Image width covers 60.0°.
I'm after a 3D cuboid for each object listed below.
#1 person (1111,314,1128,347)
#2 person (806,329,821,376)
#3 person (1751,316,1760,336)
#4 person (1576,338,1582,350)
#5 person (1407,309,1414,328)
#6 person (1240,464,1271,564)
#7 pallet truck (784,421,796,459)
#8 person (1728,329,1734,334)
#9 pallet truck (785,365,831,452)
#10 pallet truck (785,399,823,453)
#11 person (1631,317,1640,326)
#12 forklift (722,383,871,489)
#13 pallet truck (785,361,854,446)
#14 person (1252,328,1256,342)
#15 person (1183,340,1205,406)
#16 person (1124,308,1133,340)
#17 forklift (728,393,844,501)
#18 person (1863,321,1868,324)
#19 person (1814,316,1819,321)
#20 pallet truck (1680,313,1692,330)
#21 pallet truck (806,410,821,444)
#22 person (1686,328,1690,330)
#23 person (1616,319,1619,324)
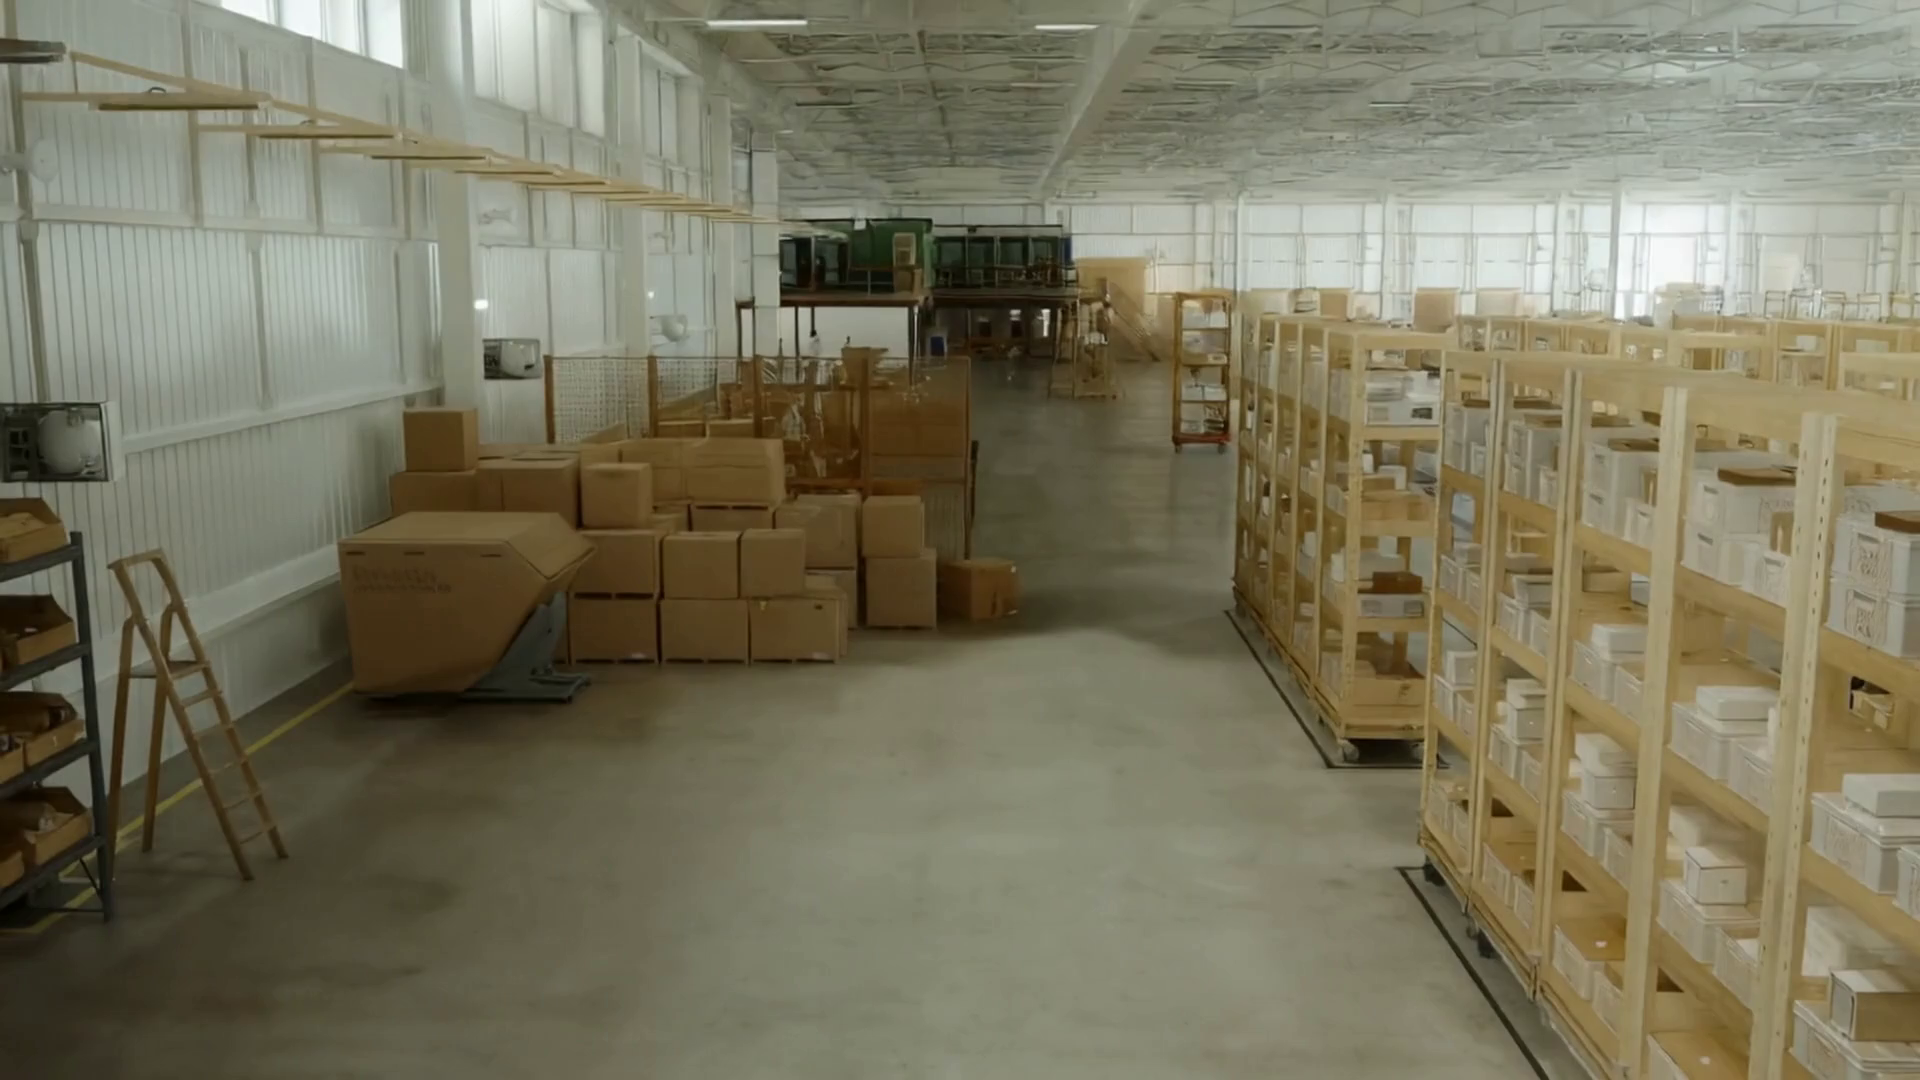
[{"bbox_3d":[8.587,-11.223,89.172,1.003,1.796,0.618,8,12,40],"label":"person"},{"bbox_3d":[-5.684,-7.211,64.189,0.634,1.865,0.456,-3,10,-17],"label":"person"},{"bbox_3d":[40.145,-10.370,83.798,0.580,1.823,0.629,5,10,28],"label":"person"},{"bbox_3d":[24.803,-7.807,67.305,0.679,2.000,0.537,2,9,13],"label":"person"},{"bbox_3d":[25.604,-12.182,94.678,0.399,1.918,0.587,6,11,33],"label":"person"},{"bbox_3d":[3.927,-0.368,22.055,0.587,1.835,0.404,9,13,43],"label":"person"},{"bbox_3d":[-4.013,-1.793,32.705,1.601,1.201,0.680,0,9,1],"label":"pallet truck"},{"bbox_3d":[34.907,-9.048,75.425,0.961,1.911,0.637,-1,9,-4],"label":"person"},{"bbox_3d":[-3.774,-2.976,37.635,1.885,1.965,0.823,1,9,5],"label":"pallet truck"},{"bbox_3d":[-3.814,-2.432,36.419,1.630,1.274,0.653,0,9,1],"label":"pallet truck"},{"bbox_3d":[31.745,-9.520,78.253,0.592,1.922,0.400,-1,9,-5],"label":"person"},{"bbox_3d":[-2.893,-1.687,28.729,2.680,1.987,1.157,0,9,-1],"label":"forklift"},{"bbox_3d":[-3.410,-3.193,38.978,1.885,1.965,0.823,0,9,-1],"label":"pallet truck"},{"bbox_3d":[13.162,-8.702,73.256,0.811,1.896,0.594,7,12,37],"label":"person"},{"bbox_3d":[7.070,-5.077,50.612,0.630,1.987,1.042,8,12,41],"label":"person"},{"bbox_3d":[9.946,-12.743,98.062,0.602,1.940,0.402,-4,10,-21],"label":"person"},{"bbox_3d":[-2.979,-1.316,26.476,2.680,1.987,1.157,0,9,1],"label":"forklift"},{"bbox_3d":[40.019,-8.749,73.659,0.534,1.864,0.310,7,12,38],"label":"person"},{"bbox_3d":[41.221,-9.813,80.051,0.393,1.920,0.587,-1,9,-5],"label":"person"},{"bbox_3d":[36.315,-10.531,84.244,0.823,1.965,1.885,-6,11,-33],"label":"pallet truck"},{"bbox_3d":[-3.559,-2.018,33.905,1.522,1.261,0.704,0,9,-1],"label":"pallet truck"},{"bbox_3d":[26.679,-6.790,61.170,0.395,1.993,0.614,-4,10,-23],"label":"person"},{"bbox_3d":[32.453,-10.078,82.377,0.549,1.696,0.317,-3,10,-18],"label":"person"}]
